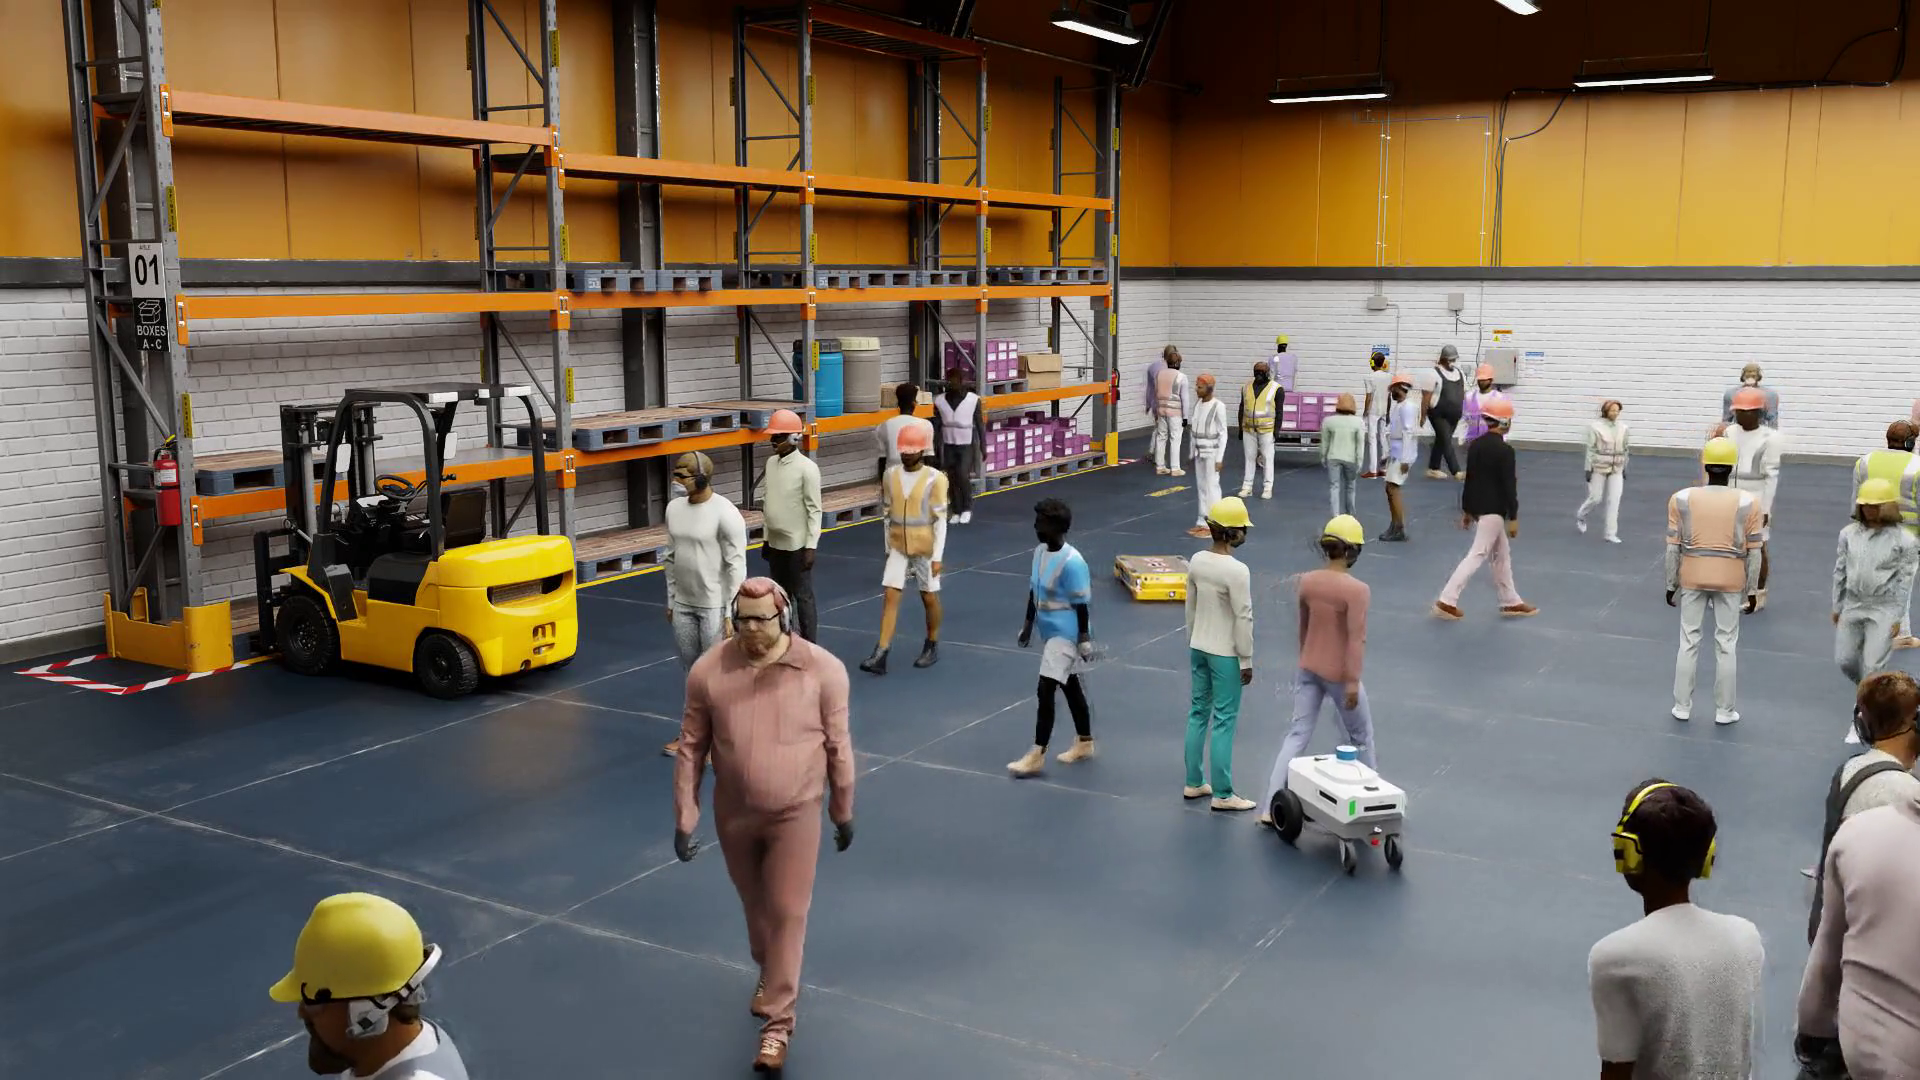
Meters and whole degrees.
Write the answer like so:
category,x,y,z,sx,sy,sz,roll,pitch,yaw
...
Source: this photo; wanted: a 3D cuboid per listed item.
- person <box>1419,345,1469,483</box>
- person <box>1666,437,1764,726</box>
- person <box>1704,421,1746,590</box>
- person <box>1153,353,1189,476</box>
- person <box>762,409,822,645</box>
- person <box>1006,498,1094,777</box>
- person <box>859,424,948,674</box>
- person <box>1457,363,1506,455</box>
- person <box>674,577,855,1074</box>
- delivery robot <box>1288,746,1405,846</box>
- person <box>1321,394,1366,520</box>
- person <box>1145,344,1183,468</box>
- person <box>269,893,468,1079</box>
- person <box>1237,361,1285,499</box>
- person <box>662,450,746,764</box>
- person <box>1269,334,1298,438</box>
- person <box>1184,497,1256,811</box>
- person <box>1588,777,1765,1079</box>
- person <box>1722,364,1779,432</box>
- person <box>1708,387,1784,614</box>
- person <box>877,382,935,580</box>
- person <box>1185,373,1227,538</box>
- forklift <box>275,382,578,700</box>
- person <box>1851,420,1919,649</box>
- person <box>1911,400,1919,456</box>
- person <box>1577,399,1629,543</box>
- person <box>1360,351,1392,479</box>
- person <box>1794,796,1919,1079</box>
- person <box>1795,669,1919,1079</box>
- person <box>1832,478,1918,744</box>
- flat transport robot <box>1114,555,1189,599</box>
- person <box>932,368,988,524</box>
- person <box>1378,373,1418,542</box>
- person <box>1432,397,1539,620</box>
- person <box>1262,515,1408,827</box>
category,x,y,z,sx,sy,sz,roll,pitch,yaw
person,7.110,-1.856,24.058,0.808,2.000,1.010,-5,10,-27
person,5.017,0.275,11.102,0.587,1.930,0.363,5,10,27
person,7.281,-0.317,15.773,0.679,1.612,0.517,-3,9,-16
person,3.164,-1.873,24.832,0.619,1.836,0.431,8,12,42
person,-1.295,0.011,12.547,0.382,1.996,0.608,-9,13,-43
person,0.516,0.580,10.019,0.771,1.668,0.544,-3,10,-19
person,-0.402,0.082,12.437,0.570,1.887,0.936,4,10,24
person,6.576,-1.273,20.874,0.552,1.909,0.945,7,12,39
person,-0.773,1.060,6.439,0.682,1.850,0.988,1,9,7
delivery robot,1.996,1.311,8.622,0.477,0.478,0.707,-3,9,-16
person,4.529,-0.933,19.688,0.518,1.586,0.846,3,10,19
person,3.176,-2.065,25.749,0.655,1.914,0.439,9,12,43
person,-1.092,1.576,3.327,0.611,1.818,0.607,-4,10,-23
person,4.012,-1.473,22.300,0.627,1.843,0.429,6,11,31
person,-1.579,0.409,10.253,0.628,1.936,0.374,7,11,36
person,5.730,-2.693,29.633,0.585,1.928,0.369,-3,10,-20
person,1.481,0.634,9.379,0.326,1.767,0.533,-5,10,-27
person,1.631,1.488,3.833,0.517,1.832,0.524,-2,9,-13
person,9.696,-1.203,20.456,0.636,1.893,0.990,4,10,23
person,6.916,-0.338,14.644,0.647,2.012,0.647,-4,10,-25
person,-0.507,-0.568,16.283,0.643,1.952,0.418,4,10,23
person,2.823,-0.969,19.015,0.337,1.883,0.584,-4,10,-25
forklift,-3.974,-0.067,12.417,2.313,2.155,1.214,5,11,30
person,7.528,-0.051,13.416,0.429,1.842,0.636,-6,11,-33
person,11.513,-1.042,19.579,0.664,1.857,1.012,6,11,35
person,7.261,-0.797,18.764,0.523,1.618,0.634,-1,9,-9
person,6.113,-1.834,24.456,0.514,1.871,0.327,-4,10,-26
person,2.481,1.385,4.410,0.856,1.866,0.704,-2,9,-15
person,2.767,1.305,5.098,0.356,1.803,0.658,2,9,13
person,5.917,0.440,10.752,0.580,1.722,0.486,-7,12,-38
flat transport robot,1.894,0.341,15.856,0.652,0.197,1.431,-1,9,-3
person,-0.020,-1.115,19.900,0.673,1.890,0.548,3,10,19
person,4.965,-0.928,18.793,0.393,1.880,0.638,0,9,2
person,4.580,-0.266,14.420,1.031,1.950,0.630,-2,9,-10
person,2.018,0.717,9.041,0.919,1.706,0.542,-6,11,-32
